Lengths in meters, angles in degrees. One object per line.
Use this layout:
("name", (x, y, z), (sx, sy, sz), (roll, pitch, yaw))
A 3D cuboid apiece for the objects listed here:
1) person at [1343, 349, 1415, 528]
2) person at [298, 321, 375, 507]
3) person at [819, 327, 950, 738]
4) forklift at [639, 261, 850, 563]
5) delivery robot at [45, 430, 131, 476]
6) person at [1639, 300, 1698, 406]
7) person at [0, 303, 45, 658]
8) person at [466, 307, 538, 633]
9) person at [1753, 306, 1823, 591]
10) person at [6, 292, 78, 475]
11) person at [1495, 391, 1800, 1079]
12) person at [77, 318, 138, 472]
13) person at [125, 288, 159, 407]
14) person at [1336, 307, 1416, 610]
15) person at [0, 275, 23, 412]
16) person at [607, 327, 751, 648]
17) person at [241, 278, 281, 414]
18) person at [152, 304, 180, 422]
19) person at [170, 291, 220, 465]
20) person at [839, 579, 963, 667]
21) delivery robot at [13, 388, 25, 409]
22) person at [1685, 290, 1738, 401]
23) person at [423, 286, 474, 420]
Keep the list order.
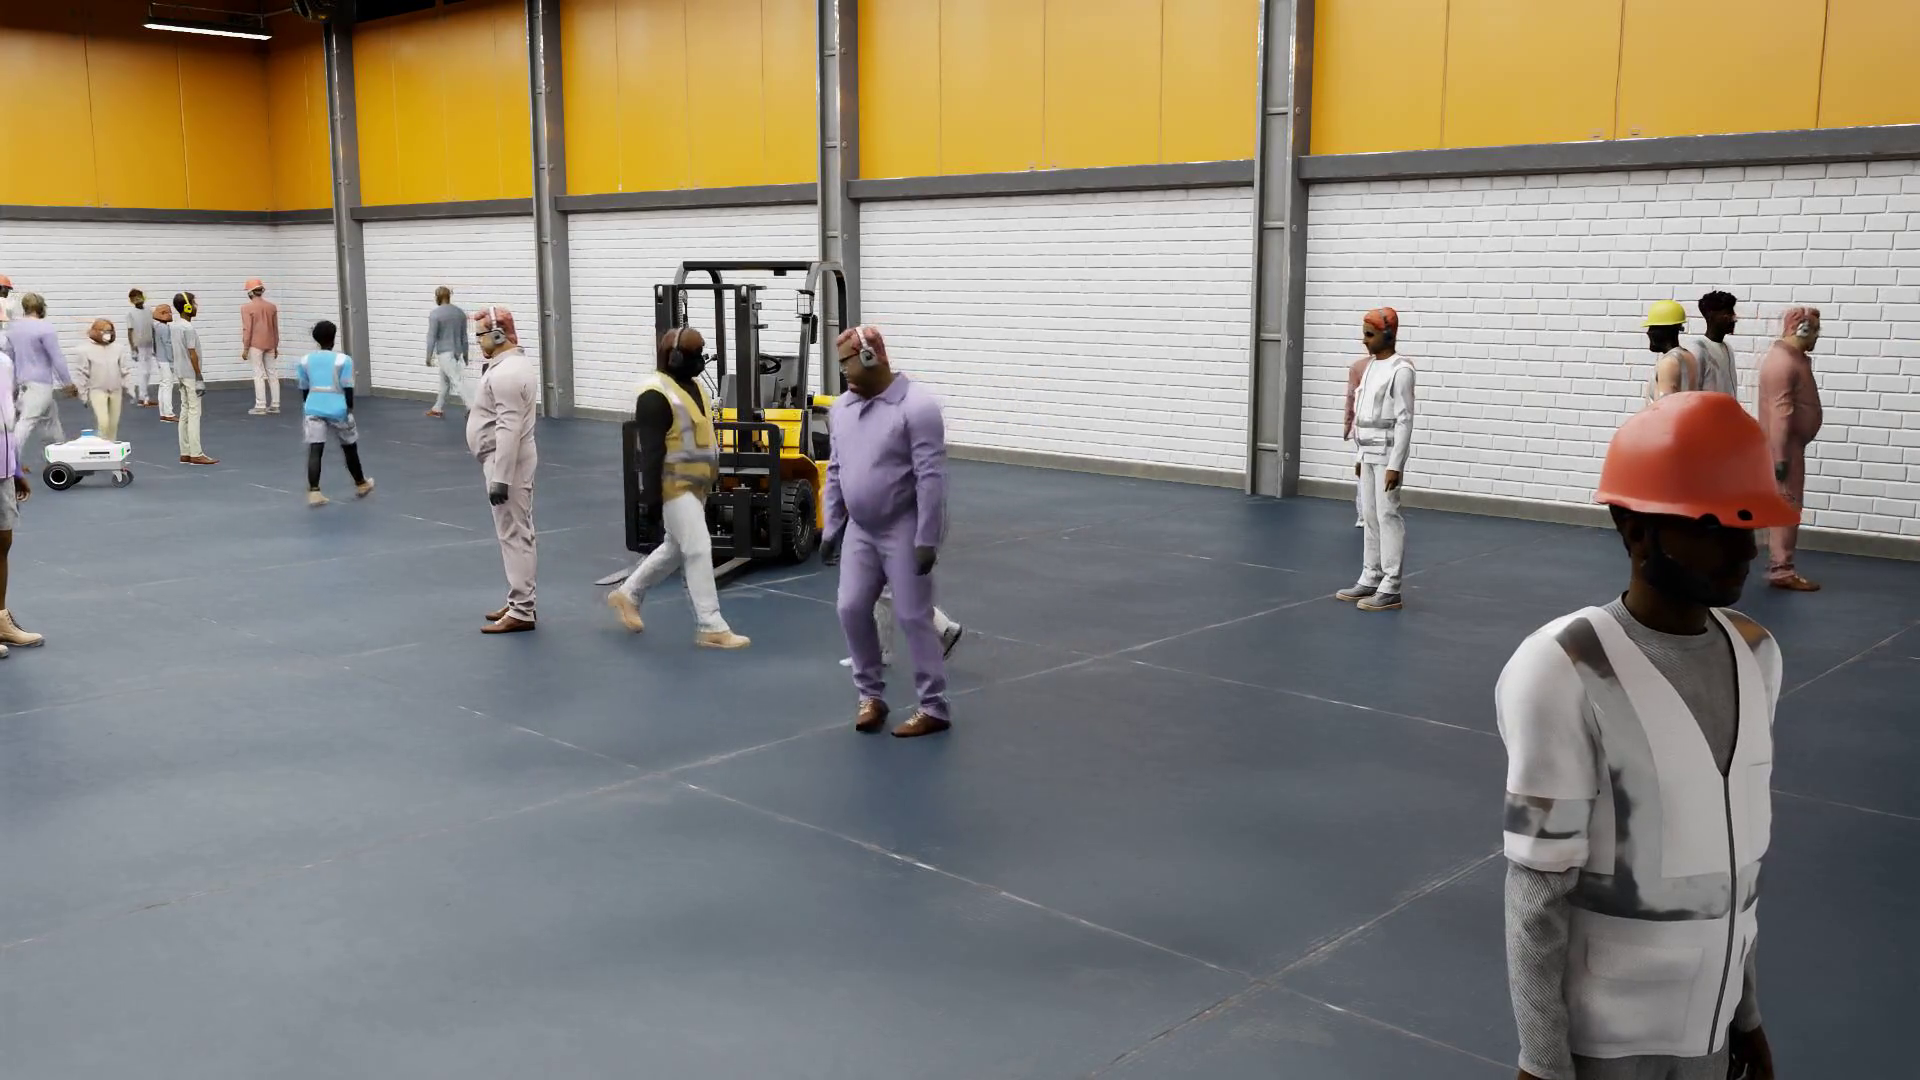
("person", (3.493, -0.980, 13.892), (0.555, 1.698, 0.843), (1, 9, 8))
("person", (-5.678, -1.155, 15.060), (0.538, 1.644, 0.891), (1, 9, 5))
("person", (-0.350, -0.037, 7.608), (0.655, 1.870, 0.428), (7, 12, 39))
("forklift", (-1.552, -1.040, 12.721), (1.214, 2.155, 2.313), (2, 9, 11))
("delivery robot", (-8.458, -0.829, 16.152), (0.707, 0.478, 0.477), (-3, 10, -17))
("person", (4.729, -0.647, 11.170), (0.410, 1.917, 0.588), (6, 11, 32))
("person", (-5.322, -0.374, 9.104), (0.391, 2.039, 0.615), (1, 9, 6))
("person", (-2.673, -0.409, 9.753), (0.409, 1.903, 0.639), (-2, 9, -9))
("person", (5.439, -0.621, 11.121), (0.654, 1.879, 0.659), (6, 11, 32))
("person", (-9.620, -1.629, 17.326), (0.644, 1.888, 1.061), (5, 11, 29))
("person", (1.087, 0.734, 2.627), (0.544, 1.939, 0.354), (-5, 11, -29))
("person", (-8.889, -1.510, 17.393), (0.613, 1.610, 0.495), (7, 12, 37))
("person", (-12.583, -2.949, 25.575), (0.491, 1.832, 0.612), (3, 10, 19))
("person", (2.620, -0.506, 10.384), (0.355, 1.887, 0.573), (-2, 9, -9))
("person", (-13.900, -2.836, 24.224), (0.605, 2.034, 0.392), (-1, 9, -4))
("person", (-1.623, -0.301, 9.397), (0.903, 1.811, 0.636), (2, 10, 14))
("person", (-10.239, -2.830, 24.308), (0.401, 1.989, 0.623), (5, 10, 26))
("person", (-10.993, -2.448, 23.062), (0.279, 1.634, 0.499), (-8, 12, -39))
("person", (-8.342, -1.750, 18.054), (0.509, 1.877, 0.328), (8, 12, 41))
("person", (-0.320, -0.096, 8.698), (0.587, 1.612, 0.536), (0, 9, 2))
("delivery robot", (-13.555, -2.047, 23.617), (0.707, 0.478, 0.477), (2, 10, 15))
("person", (5.419, -0.817, 12.047), (0.607, 1.965, 0.367), (-9, 13, -43))
("person", (-7.189, -2.632, 23.452), (1.065, 1.889, 0.642), (5, 10, 26))
